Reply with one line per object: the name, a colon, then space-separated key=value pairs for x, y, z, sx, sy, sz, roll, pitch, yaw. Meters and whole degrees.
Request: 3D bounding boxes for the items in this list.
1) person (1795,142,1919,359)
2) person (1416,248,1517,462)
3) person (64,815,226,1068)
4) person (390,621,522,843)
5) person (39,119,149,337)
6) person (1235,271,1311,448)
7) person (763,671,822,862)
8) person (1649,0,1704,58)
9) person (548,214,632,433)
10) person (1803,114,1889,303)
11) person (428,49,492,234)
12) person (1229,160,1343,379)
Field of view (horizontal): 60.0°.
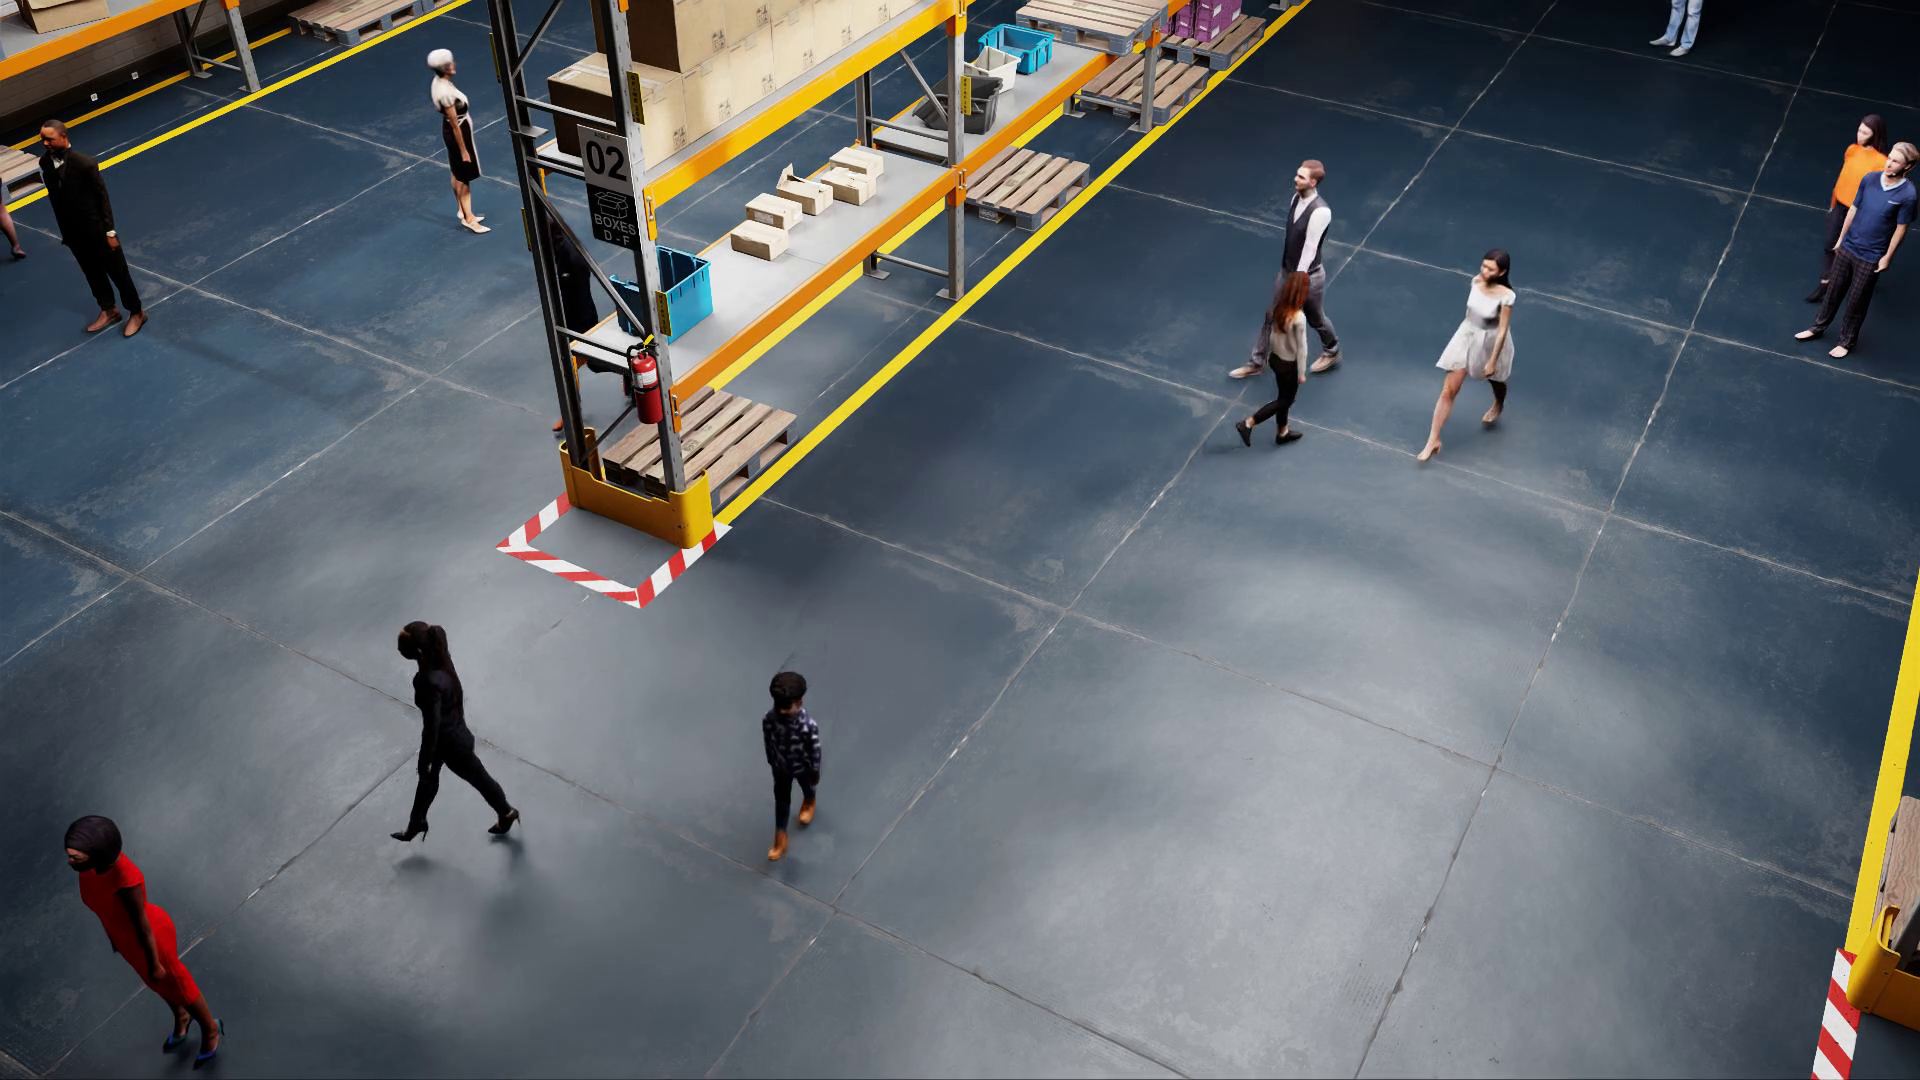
person: x=7.458 y=-2.405 z=13.706 sx=0.714 sy=1.871 sz=0.735 roll=-22 pitch=43 yaw=-25
person: x=4.008 y=-1.433 z=12.619 sx=1.316 sy=1.709 sz=0.938 roll=-24 pitch=45 yaw=-27
person: x=-4.063 y=1.997 z=8.297 sx=0.548 sy=1.743 sz=0.488 roll=20 pitch=43 yaw=23
person: x=-2.812 y=1.118 z=9.449 sx=1.051 sy=1.679 sz=0.967 roll=-13 pitch=40 yaw=-15
person: x=-7.316 y=-2.630 z=13.961 sx=0.759 sy=1.905 sz=0.725 roll=8 pitch=39 yaw=10
person: x=2.420 y=-1.327 z=12.687 sx=0.943 sy=1.459 sz=0.857 roll=-10 pitch=40 yaw=-12
person: x=-0.946 y=1.234 z=9.671 sx=0.657 sy=1.220 sz=0.879 roll=8 pitch=39 yaw=10
person: x=8.287 y=-6.413 z=18.733 sx=0.789 sy=1.862 sz=0.750 roll=-13 pitch=40 yaw=-16
person: x=-2.927 y=-1.727 z=12.922 sx=0.679 sy=1.791 sz=1.079 roll=21 pitch=43 yaw=24
person: x=7.785 y=-2.849 z=14.377 sx=0.975 sy=1.728 sz=0.914 roll=-12 pitch=40 yaw=-15
person: x=-4.668 y=-3.691 z=15.412 sx=0.735 sy=1.753 sz=0.716 roll=-15 pitch=41 yaw=-18
person: x=2.832 y=-2.140 z=13.349 sx=1.294 sy=1.902 sz=1.149 roll=-14 pitch=41 yaw=-17
